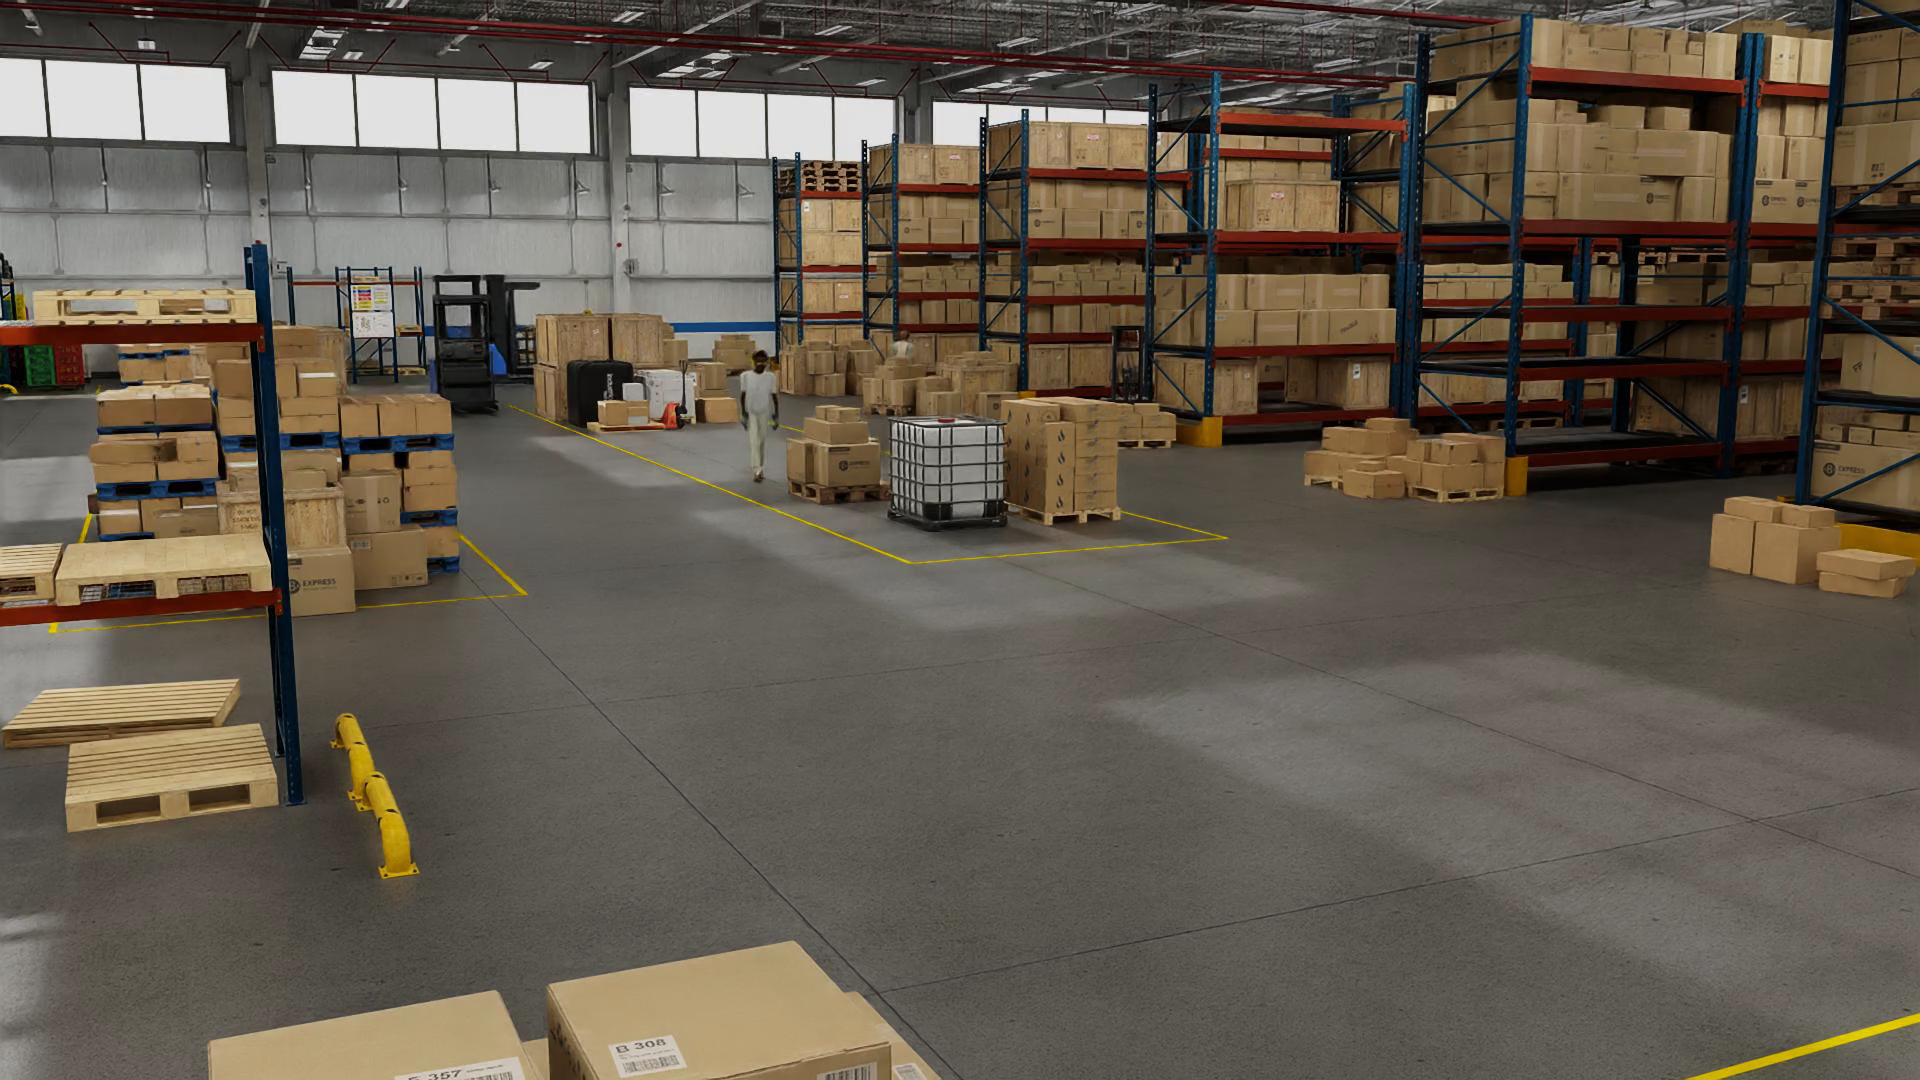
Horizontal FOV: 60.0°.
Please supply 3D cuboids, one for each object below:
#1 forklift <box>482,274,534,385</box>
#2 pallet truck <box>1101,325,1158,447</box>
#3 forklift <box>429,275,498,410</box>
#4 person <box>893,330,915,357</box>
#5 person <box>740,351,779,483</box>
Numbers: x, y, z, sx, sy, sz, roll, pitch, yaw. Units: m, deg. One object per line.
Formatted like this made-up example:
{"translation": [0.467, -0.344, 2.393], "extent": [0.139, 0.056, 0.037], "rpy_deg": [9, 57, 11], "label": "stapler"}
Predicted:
{"translation": [-11.775, -5.337, 42.200], "extent": [1.873, 2.768, 1.129], "rpy_deg": [-4, 10, -25], "label": "forklift"}
{"translation": [2.881, -2.596, 27.923], "extent": [0.823, 1.965, 1.885], "rpy_deg": [-1, 9, -7], "label": "pallet truck"}
{"translation": [-10.430, -4.118, 34.637], "extent": [1.129, 2.768, 1.873], "rpy_deg": [-4, 10, -25], "label": "forklift"}
{"translation": [-1.212, -3.773, 36.372], "extent": [0.539, 1.625, 0.383], "rpy_deg": [5, 10, 27], "label": "person"}
{"translation": [-2.761, -1.696, 22.924], "extent": [0.516, 1.809, 0.945], "rpy_deg": [-2, 9, -14], "label": "person"}
